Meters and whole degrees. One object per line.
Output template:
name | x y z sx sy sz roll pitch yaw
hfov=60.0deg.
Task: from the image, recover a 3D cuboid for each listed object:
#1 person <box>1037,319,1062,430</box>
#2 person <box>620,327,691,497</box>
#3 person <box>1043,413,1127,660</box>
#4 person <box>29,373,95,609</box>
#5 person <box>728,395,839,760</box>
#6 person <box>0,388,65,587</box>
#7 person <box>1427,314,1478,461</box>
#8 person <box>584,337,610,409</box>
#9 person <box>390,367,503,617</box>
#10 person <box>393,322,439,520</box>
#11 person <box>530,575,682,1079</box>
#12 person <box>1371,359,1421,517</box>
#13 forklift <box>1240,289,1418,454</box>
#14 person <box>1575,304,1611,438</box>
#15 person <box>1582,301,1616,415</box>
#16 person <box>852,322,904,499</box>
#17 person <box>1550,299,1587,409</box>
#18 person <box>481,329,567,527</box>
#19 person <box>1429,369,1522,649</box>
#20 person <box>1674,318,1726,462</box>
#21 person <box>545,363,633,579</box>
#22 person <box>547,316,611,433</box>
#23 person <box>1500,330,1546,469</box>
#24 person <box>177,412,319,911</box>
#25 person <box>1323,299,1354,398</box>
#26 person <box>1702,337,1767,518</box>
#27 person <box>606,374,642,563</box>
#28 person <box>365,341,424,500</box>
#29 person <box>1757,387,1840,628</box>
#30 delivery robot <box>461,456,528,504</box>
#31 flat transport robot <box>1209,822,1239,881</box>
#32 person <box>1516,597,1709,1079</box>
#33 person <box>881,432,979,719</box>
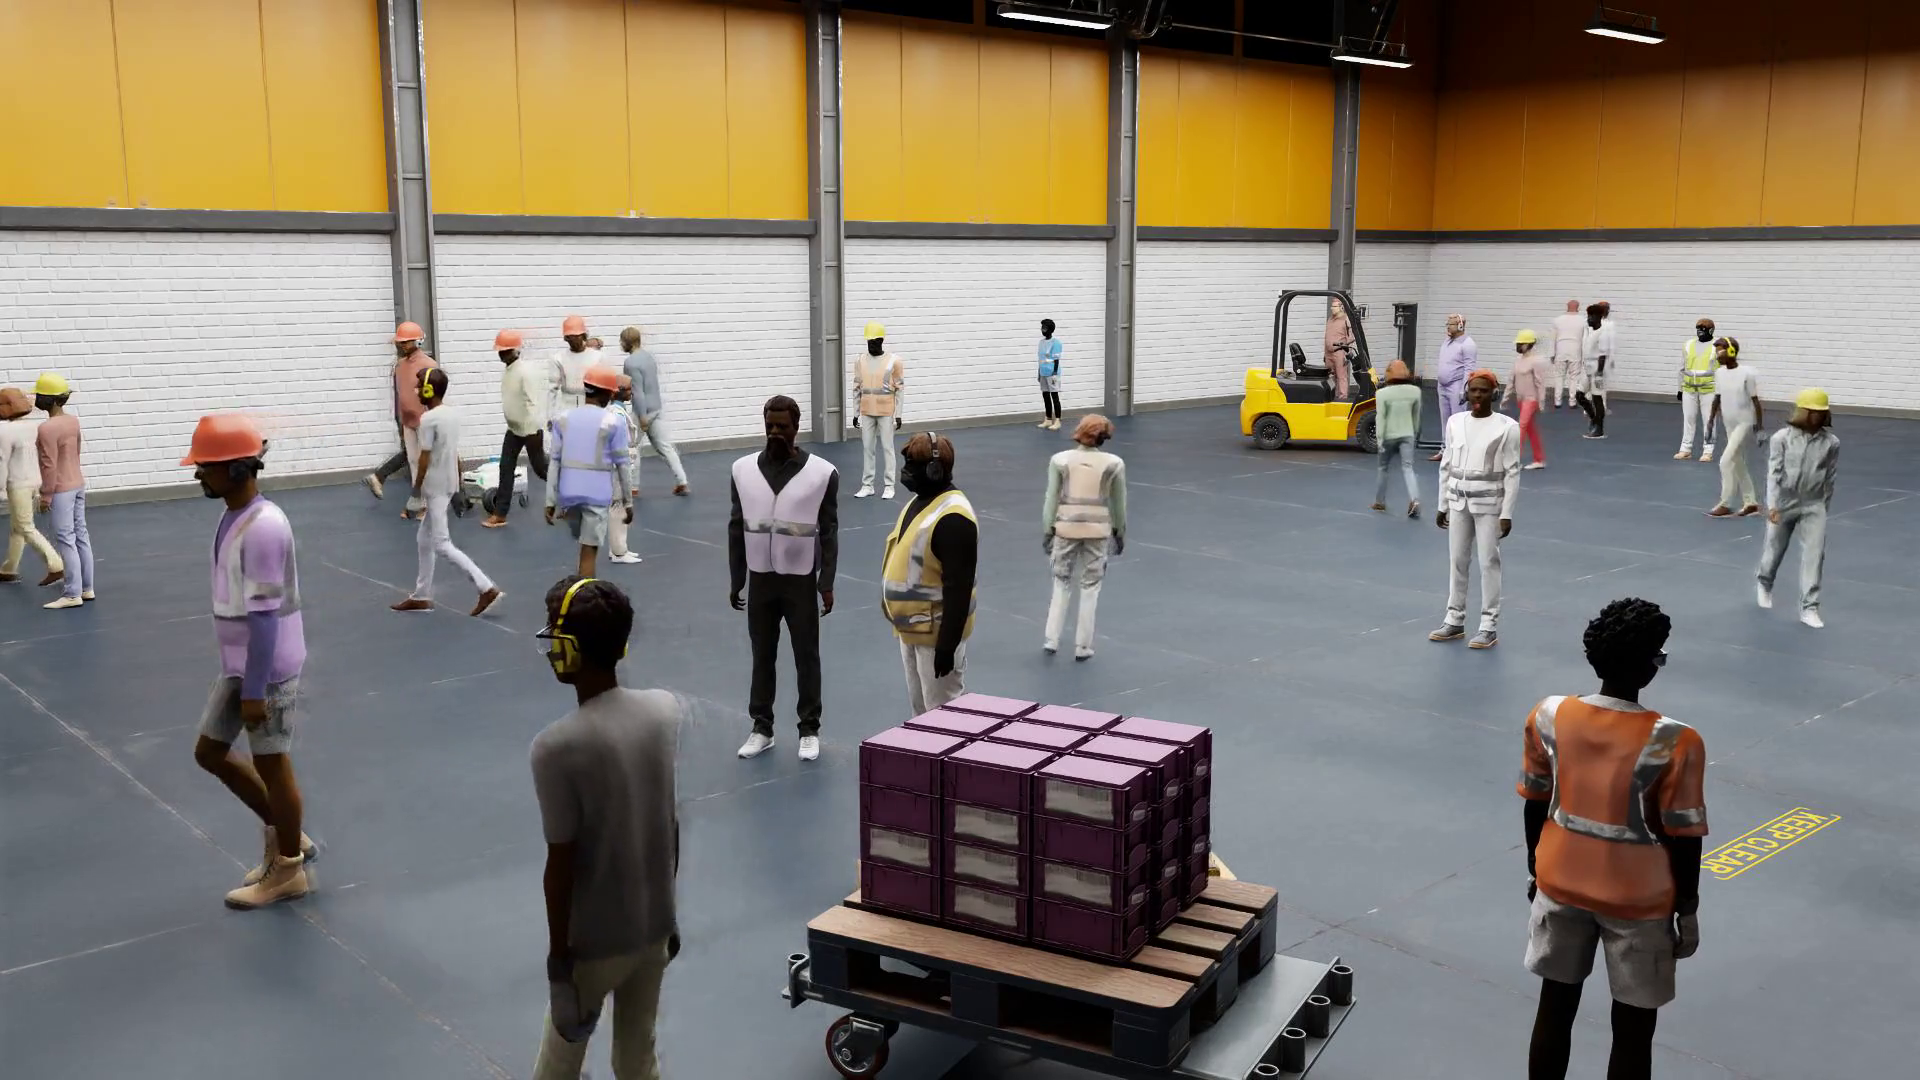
person | 1.353 -2.524 25.333 0.320 1.691 0.534 -6 11 -30
person | -3.358 -1.388 18.185 0.868 1.890 0.651 3 10 16
person | 0.825 -0.022 10.908 0.536 1.611 0.442 2 10 10
person | -6.756 -0.369 12.498 0.304 1.772 0.525 -1 10 -5
person | -0.926 0.195 8.750 0.592 1.922 0.392 2 10 9
person | -7.510 -0.421 13.302 0.766 1.603 0.516 0 10 2
person | 6.268 -1.919 21.168 0.410 1.909 0.643 -3 10 -18
person | -4.500 -1.684 20.566 0.514 1.642 0.307 4 11 24
person | -3.794 -0.345 12.169 0.873 1.835 0.534 0 10 1
person | -5.443 -1.189 16.667 0.614 1.987 0.407 7 12 36
person | -0.851 1.008 4.203 0.439 1.853 0.528 7 12 35
person | 4.472 -1.045 16.941 0.499 1.601 0.791 -1 10 -5
forklift | 5.034 -2.339 22.783 2.313 2.155 1.214 3 10 16
person | 9.164 -2.427 24.004 0.450 1.948 0.625 0 10 2
person | 10.647 -3.025 27.716 0.346 1.880 0.578 -7 12 -36
person | -0.904 -1.400 18.067 0.594 1.924 0.381 4 10 22
person | 10.585 -3.217 28.840 0.660 1.888 0.400 6 11 29
person | -4.236 -1.110 16.362 1.004 1.943 0.665 -9 13 -43
person | 3.481 -0.212 11.246 0.349 1.882 0.584 -8 13 -39
person | 9.545 -1.931 21.427 0.429 1.842 0.637 -9 13 -41
person | -2.599 -0.299 11.735 0.567 1.877 0.930 3 10 15
person | -3.993 -1.321 17.357 0.636 2.006 0.854 0 10 -1
person | 6.865 -1.700 20.412 0.882 1.724 0.536 -2 10 -13
person | -2.851 0.499 6.652 0.425 2.027 0.636 -7 12 -35
person | 6.463 -3.185 28.579 0.409 1.909 0.640 -5 11 -28
person | 7.783 -1.122 16.742 0.820 1.822 0.537 -2 10 -12
person | -2.928 -0.611 14.319 0.310 1.631 0.511 -3 10 -15
person | -5.897 -1.268 17.622 0.744 1.823 0.513 -5 11 -27
person | 6.103 -0.273 12.119 0.484 1.708 0.843 2 10 11
delivery robot | -4.839 -0.630 17.300 0.477 0.478 0.707 5 11 29
flat transport robot | 0.408 1.352 6.800 1.431 0.197 0.652 -2 10 -9
person | 1.834 0.998 4.700 0.315 1.696 0.541 -9 13 -41
person | -0.144 0.422 7.653 0.429 1.844 0.623 -3 10 -19
